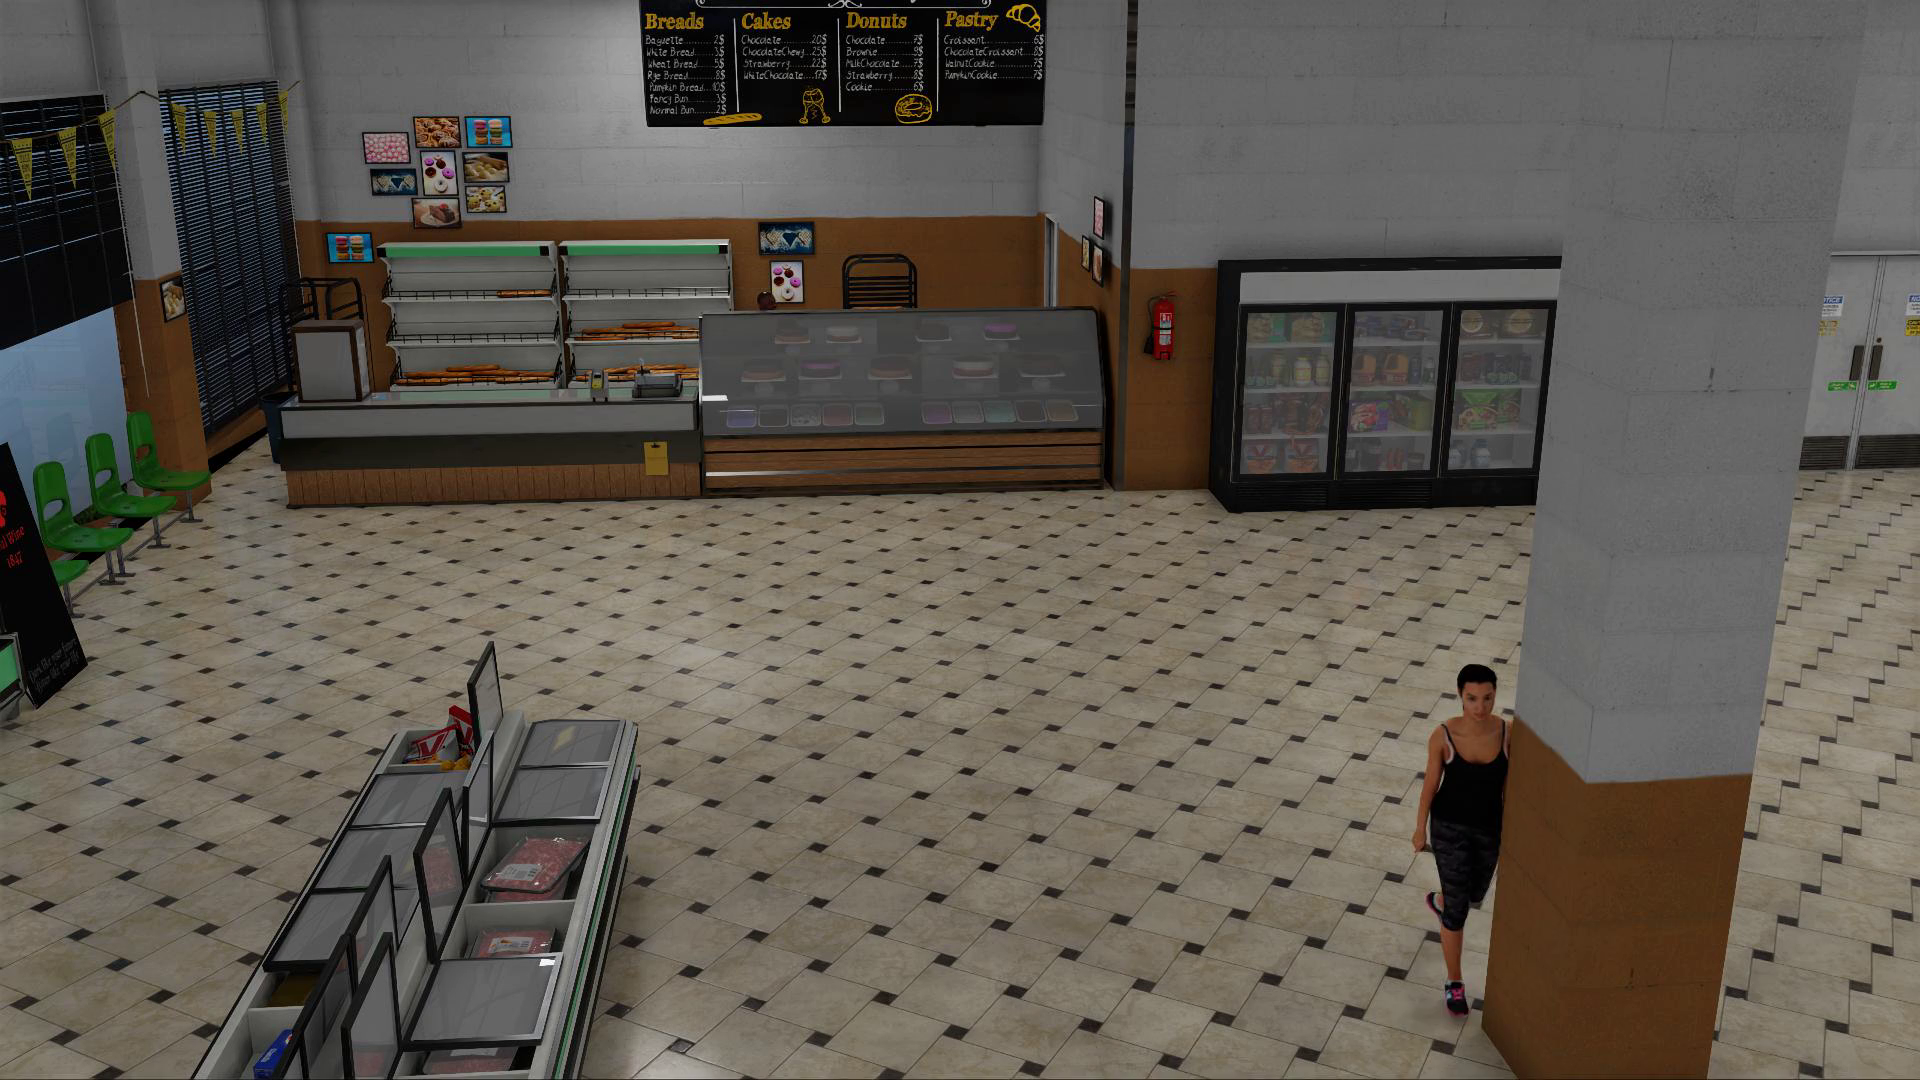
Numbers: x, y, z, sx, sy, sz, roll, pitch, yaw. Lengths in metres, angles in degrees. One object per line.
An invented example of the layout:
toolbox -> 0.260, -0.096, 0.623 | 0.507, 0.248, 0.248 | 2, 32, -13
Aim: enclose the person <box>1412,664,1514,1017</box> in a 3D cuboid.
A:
person -> 2.348, 1.338, 7.788 | 0.607, 1.689, 0.989 | -1, 17, -4
